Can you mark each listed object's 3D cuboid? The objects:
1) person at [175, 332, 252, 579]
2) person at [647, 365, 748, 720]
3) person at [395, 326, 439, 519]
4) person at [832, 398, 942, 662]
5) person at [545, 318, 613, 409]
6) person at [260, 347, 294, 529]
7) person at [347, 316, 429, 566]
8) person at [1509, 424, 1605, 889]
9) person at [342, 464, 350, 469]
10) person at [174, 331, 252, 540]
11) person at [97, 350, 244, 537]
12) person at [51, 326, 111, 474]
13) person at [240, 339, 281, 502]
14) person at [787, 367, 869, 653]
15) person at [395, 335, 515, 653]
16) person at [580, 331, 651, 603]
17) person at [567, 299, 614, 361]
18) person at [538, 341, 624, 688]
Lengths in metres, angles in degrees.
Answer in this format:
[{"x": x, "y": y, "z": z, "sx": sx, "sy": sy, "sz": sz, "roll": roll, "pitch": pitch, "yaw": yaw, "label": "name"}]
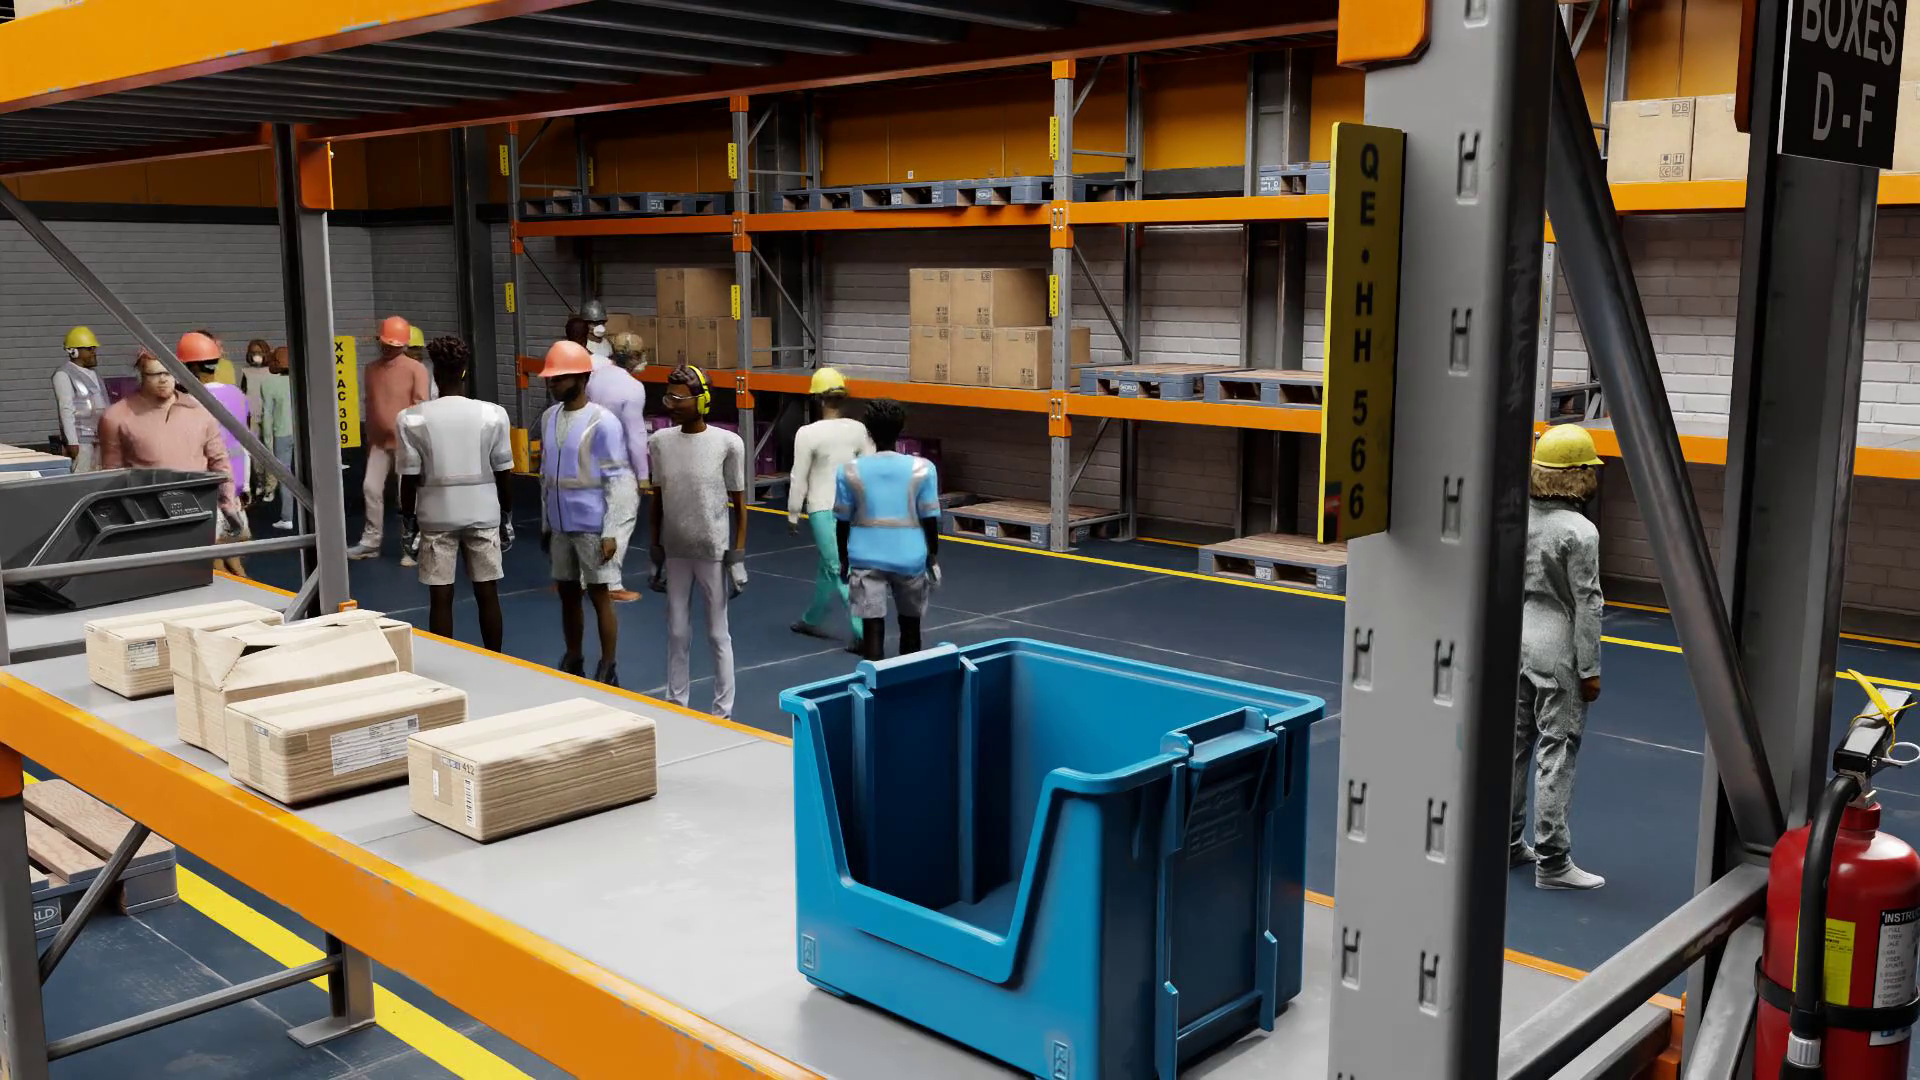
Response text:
[{"x": -4.732, "y": -0.345, "z": 10.497, "sx": 0.402, "sy": 1.918, "sz": 0.565, "roll": 2, "pitch": 10, "yaw": 14, "label": "person"}, {"x": -1.266, "y": 0.091, "z": 8.000, "sx": 0.519, "sy": 1.865, "sz": 0.335, "roll": 2, "pitch": 10, "yaw": 15, "label": "person"}, {"x": -4.947, "y": -1.040, "z": 15.145, "sx": 0.827, "sy": 1.786, "sz": 0.641, "roll": 6, "pitch": 11, "yaw": 30, "label": "person"}, {"x": -0.373, "y": 0.104, "z": 8.522, "sx": 0.551, "sy": 1.651, "sz": 0.847, "roll": 0, "pitch": 9, "yaw": -2, "label": "person"}, {"x": -3.111, "y": -0.867, "z": 13.720, "sx": 0.587, "sy": 1.913, "sz": 0.391, "roll": -4, "pitch": 10, "yaw": -21, "label": "person"}, {"x": -5.997, "y": -0.914, "z": 14.895, "sx": 0.288, "sy": 1.626, "sz": 0.498, "roll": 8, "pitch": 12, "yaw": 42, "label": "person"}, {"x": -4.430, "y": -0.763, "z": 12.959, "sx": 0.778, "sy": 1.957, "sz": 0.403, "roll": 4, "pitch": 10, "yaw": 25, "label": "person"}, {"x": 2.234, "y": 0.435, "z": 6.258, "sx": 0.294, "sy": 1.744, "sz": 0.487, "roll": -4, "pitch": 10, "yaw": -21, "label": "person"}, {"x": -7.350, "y": -1.764, "z": 19.240, "sx": 0.409, "sy": 1.907, "sz": 0.651, "roll": -7, "pitch": 12, "yaw": -37, "label": "person"}, {"x": -6.465, "y": -0.893, "z": 14.301, "sx": 0.980, "sy": 1.784, "sz": 0.646, "roll": 5, "pitch": 11, "yaw": 28, "label": "person"}, {"x": -4.376, "y": -0.131, "z": 9.341, "sx": 0.907, "sy": 1.873, "sz": 0.654, "roll": 8, "pitch": 12, "yaw": 41, "label": "person"}, {"x": -7.346, "y": -0.875, "z": 14.011, "sx": 0.403, "sy": 1.835, "sz": 0.588, "roll": 0, "pitch": 9, "yaw": -1, "label": "person"}, {"x": -6.954, "y": -1.196, "z": 16.590, "sx": 0.527, "sy": 1.620, "sz": 0.373, "roll": 0, "pitch": 9, "yaw": -3, "label": "person"}, {"x": -0.782, "y": -0.187, "z": 10.153, "sx": 0.535, "sy": 1.724, "sz": 0.924, "roll": -9, "pitch": 13, "yaw": -42, "label": "person"}, {"x": -2.692, "y": -0.111, "z": 8.918, "sx": 0.607, "sy": 1.966, "sz": 0.367, "roll": -4, "pitch": 10, "yaw": -23, "label": "person"}, {"x": -2.439, "y": -0.497, "z": 11.522, "sx": 0.765, "sy": 1.893, "sz": 0.467, "roll": 9, "pitch": 13, "yaw": 43, "label": "person"}, {"x": -3.327, "y": -1.186, "z": 15.286, "sx": 0.536, "sy": 2.000, "sz": 0.683, "roll": 7, "pitch": 12, "yaw": 37, "label": "person"}, {"x": -2.059, "y": -0.095, "z": 8.915, "sx": 0.550, "sy": 1.935, "sz": 0.373, "roll": 6, "pitch": 11, "yaw": 32, "label": "person"}]
